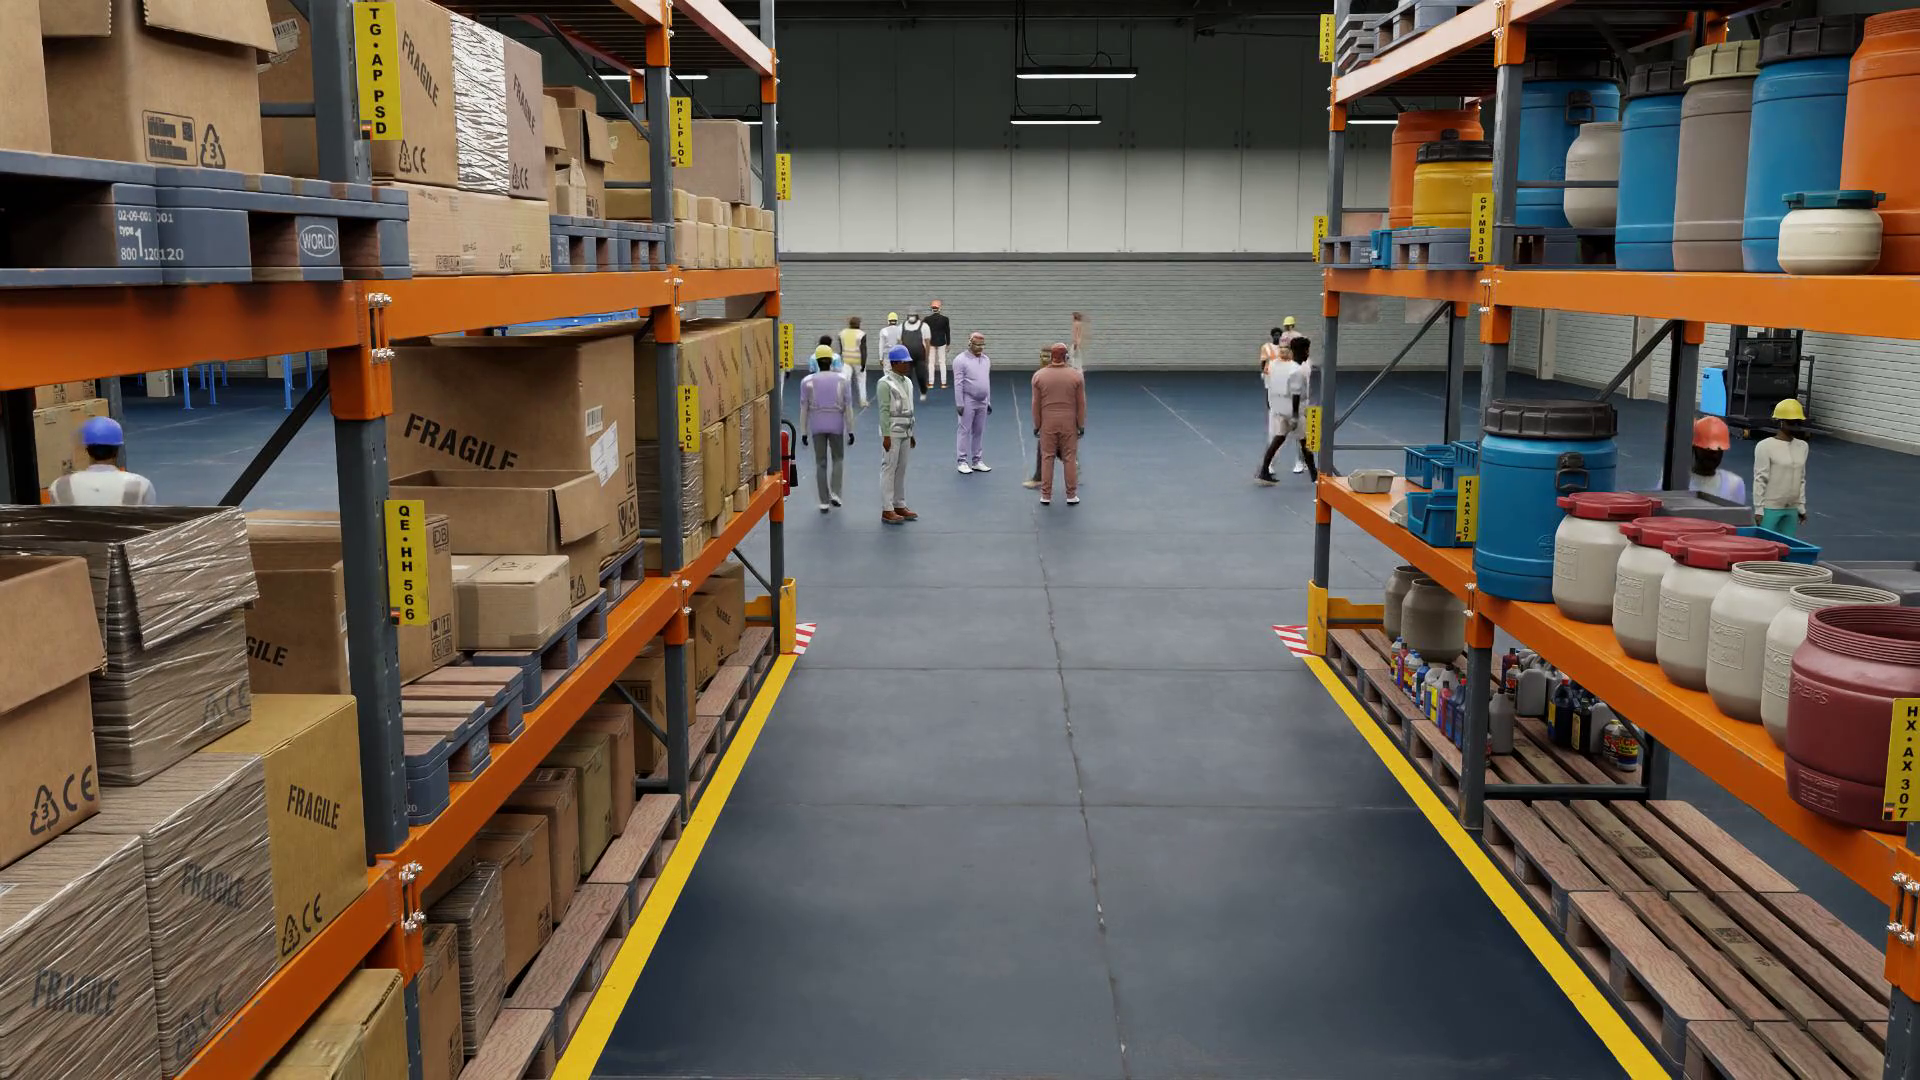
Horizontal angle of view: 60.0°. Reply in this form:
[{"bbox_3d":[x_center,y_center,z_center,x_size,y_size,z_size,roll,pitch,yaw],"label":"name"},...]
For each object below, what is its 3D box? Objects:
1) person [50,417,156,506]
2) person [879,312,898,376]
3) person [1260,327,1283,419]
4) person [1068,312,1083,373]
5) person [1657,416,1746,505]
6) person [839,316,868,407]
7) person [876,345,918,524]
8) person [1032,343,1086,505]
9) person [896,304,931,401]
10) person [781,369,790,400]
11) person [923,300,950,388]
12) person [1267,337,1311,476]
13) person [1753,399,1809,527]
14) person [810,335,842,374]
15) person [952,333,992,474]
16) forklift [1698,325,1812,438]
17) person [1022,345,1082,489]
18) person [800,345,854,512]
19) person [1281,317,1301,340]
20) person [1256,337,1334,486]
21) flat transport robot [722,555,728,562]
[{"bbox_3d":[-5.257,0.193,10.283,0.625,1.895,0.969,-3,10,-17],"label":"person"},{"bbox_3d":[-1.381,-3.785,34.373,0.589,1.825,0.403,-2,10,-13],"label":"person"},{"bbox_3d":[5.723,-3.015,30.204,0.544,1.678,0.623,1,10,5],"label":"person"},{"bbox_3d":[2.863,-4.868,41.444,0.437,1.622,0.542,3,10,17],"label":"person"},{"bbox_3d":[4.570,0.203,10.214,0.544,1.919,0.577,-1,10,-7],"label":"person"},{"bbox_3d":[-2.118,-3.517,32.805,0.622,1.816,0.896,4,10,22],"label":"person"},{"bbox_3d":[-0.689,-1.180,18.385,0.389,1.949,0.604,5,11,28],"label":"person"},{"bbox_3d":[1.169,-1.372,19.668,0.643,1.908,0.410,1,10,6],"label":"person"},{"bbox_3d":[-0.938,-3.717,33.439,0.701,2.000,0.745,1,10,8],"label":"person"},{"bbox_3d":[-3.437,-3.185,30.837,0.628,1.810,0.893,-3,10,-20],"label":"person"},{"bbox_3d":[-0.535,-4.461,37.910,0.621,1.990,0.391,-1,10,-4],"label":"person"},{"bbox_3d":[4.418,-1.805,22.423,0.651,1.862,0.992,6,11,34],"label":"person"},{"bbox_3d":[6.602,-0.255,13.394,0.523,1.769,0.310,-4,10,-21],"label":"person"},{"bbox_3d":[-2.220,-2.533,27.334,0.536,1.677,0.644,1,10,5],"label":"person"},{"bbox_3d":[0.200,-1.868,22.659,0.637,1.902,0.403,-9,13,-42],"label":"person"},{"bbox_3d":[13.248,-3.165,27.620,1.129,2.768,1.873,0,9,1],"label":"forklift"},{"bbox_3d":[1.192,-1.584,21.209,0.852,1.821,0.518,-5,11,-26],"label":"person"},{"bbox_3d":[-1.532,-1.295,19.207,0.622,1.898,0.571,0,9,-3],"label":"person"},{"bbox_3d":[6.760,-3.712,34.217,0.542,1.723,0.878,8,12,38],"label":"person"},{"bbox_3d":[4.281,-1.648,21.310,1.003,1.919,0.627,-2,10,-12],"label":"person"},{"bbox_3d":[-2.517,0.176,15.408,0.652,0.197,1.431,-1,9,-5],"label":"flat transport robot"}]
